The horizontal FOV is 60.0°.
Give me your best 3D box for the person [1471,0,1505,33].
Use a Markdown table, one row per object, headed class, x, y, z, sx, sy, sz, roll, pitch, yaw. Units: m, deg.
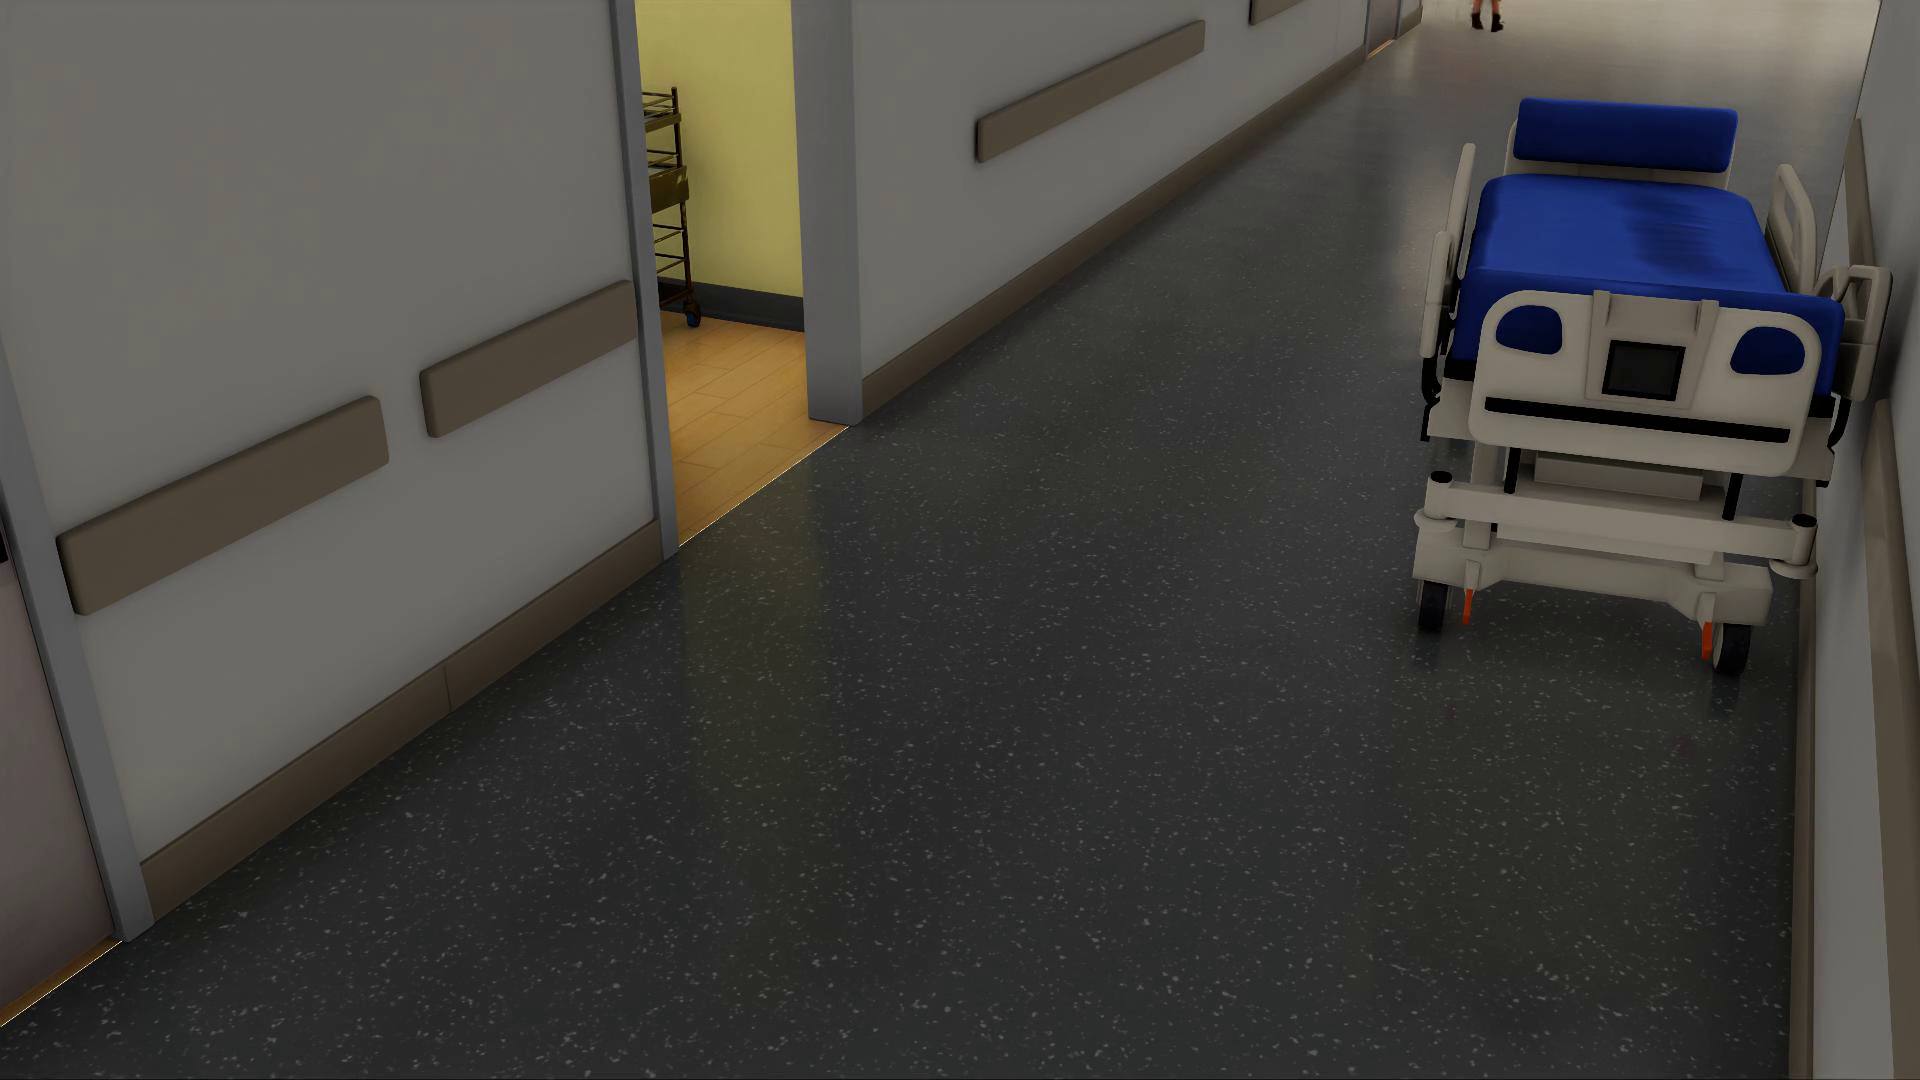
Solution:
| class | x | y | z | sx | sy | sz | roll | pitch | yaw |
| --- | --- | --- | --- | --- | --- | --- | --- | --- | --- |
| person | 4.900 | -5.247 | 15.464 | 0.729 | 1.000 | 0.730 | -4 | 26 | -9 |
